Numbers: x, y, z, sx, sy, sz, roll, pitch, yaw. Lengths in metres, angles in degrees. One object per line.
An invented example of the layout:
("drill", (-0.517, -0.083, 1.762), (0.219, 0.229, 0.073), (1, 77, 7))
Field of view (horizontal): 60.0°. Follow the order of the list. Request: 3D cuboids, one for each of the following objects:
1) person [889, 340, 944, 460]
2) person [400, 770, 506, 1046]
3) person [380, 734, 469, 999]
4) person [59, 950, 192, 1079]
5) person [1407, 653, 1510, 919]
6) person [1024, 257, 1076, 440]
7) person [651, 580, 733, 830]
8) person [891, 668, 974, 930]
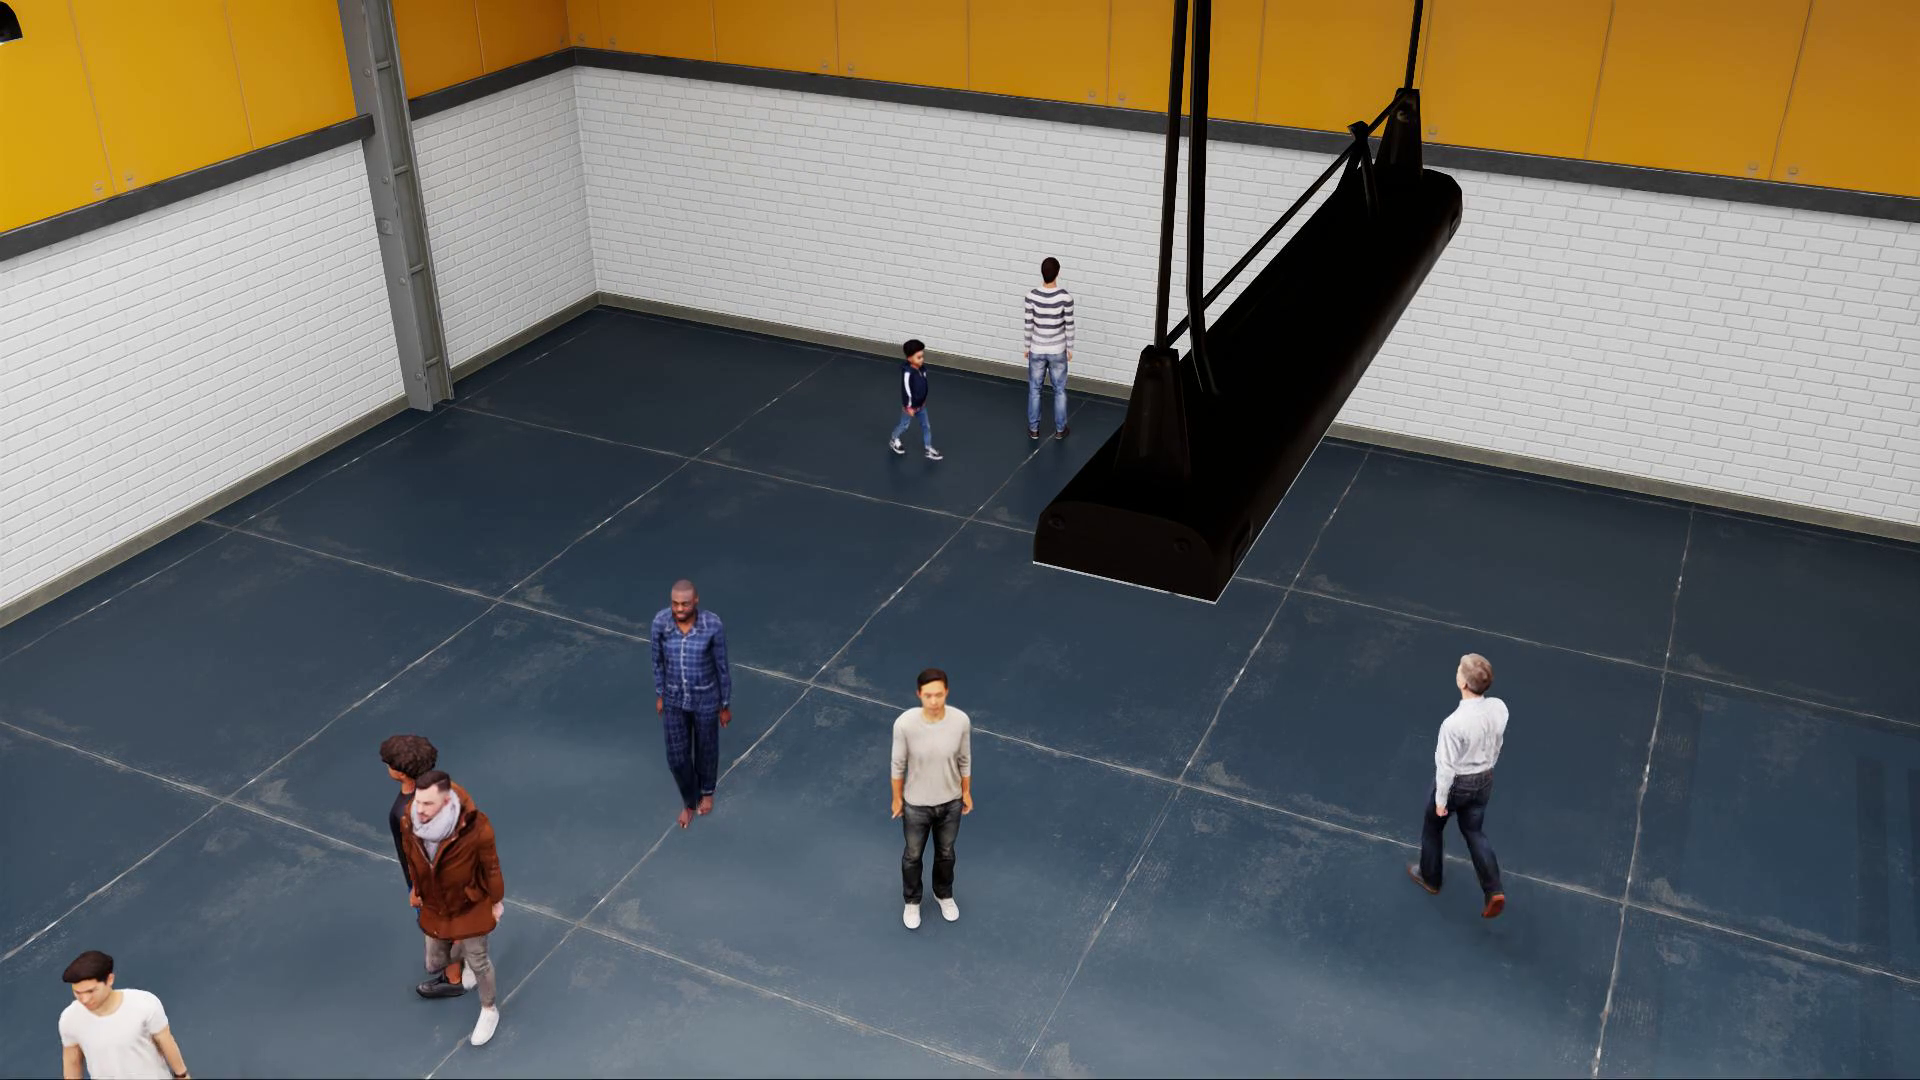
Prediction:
("person", (-0.490, -1.367, 16.145), (0.720, 1.208, 0.833), (23, 36, 35))
("person", (-2.785, 1.988, 9.358), (0.826, 1.817, 0.918), (4, 29, 7))
("person", (-3.050, 1.870, 9.593), (0.748, 1.799, 0.645), (0, 29, -1))
("person", (-4.097, 2.655, 8.280), (1.007, 1.678, 1.183), (-3, 29, -5))
("person", (3.141, 1.536, 10.203), (1.056, 1.801, 1.091), (-12, 31, -21))
("person", (0.870, -1.891, 16.433), (0.702, 1.850, 0.635), (4, 29, 7))
("person", (-1.771, 1.021, 11.141), (0.813, 1.808, 0.833), (1, 29, 1))
("person", (-0.178, 1.550, 10.166), (0.737, 1.811, 0.762), (-6, 29, -10))
